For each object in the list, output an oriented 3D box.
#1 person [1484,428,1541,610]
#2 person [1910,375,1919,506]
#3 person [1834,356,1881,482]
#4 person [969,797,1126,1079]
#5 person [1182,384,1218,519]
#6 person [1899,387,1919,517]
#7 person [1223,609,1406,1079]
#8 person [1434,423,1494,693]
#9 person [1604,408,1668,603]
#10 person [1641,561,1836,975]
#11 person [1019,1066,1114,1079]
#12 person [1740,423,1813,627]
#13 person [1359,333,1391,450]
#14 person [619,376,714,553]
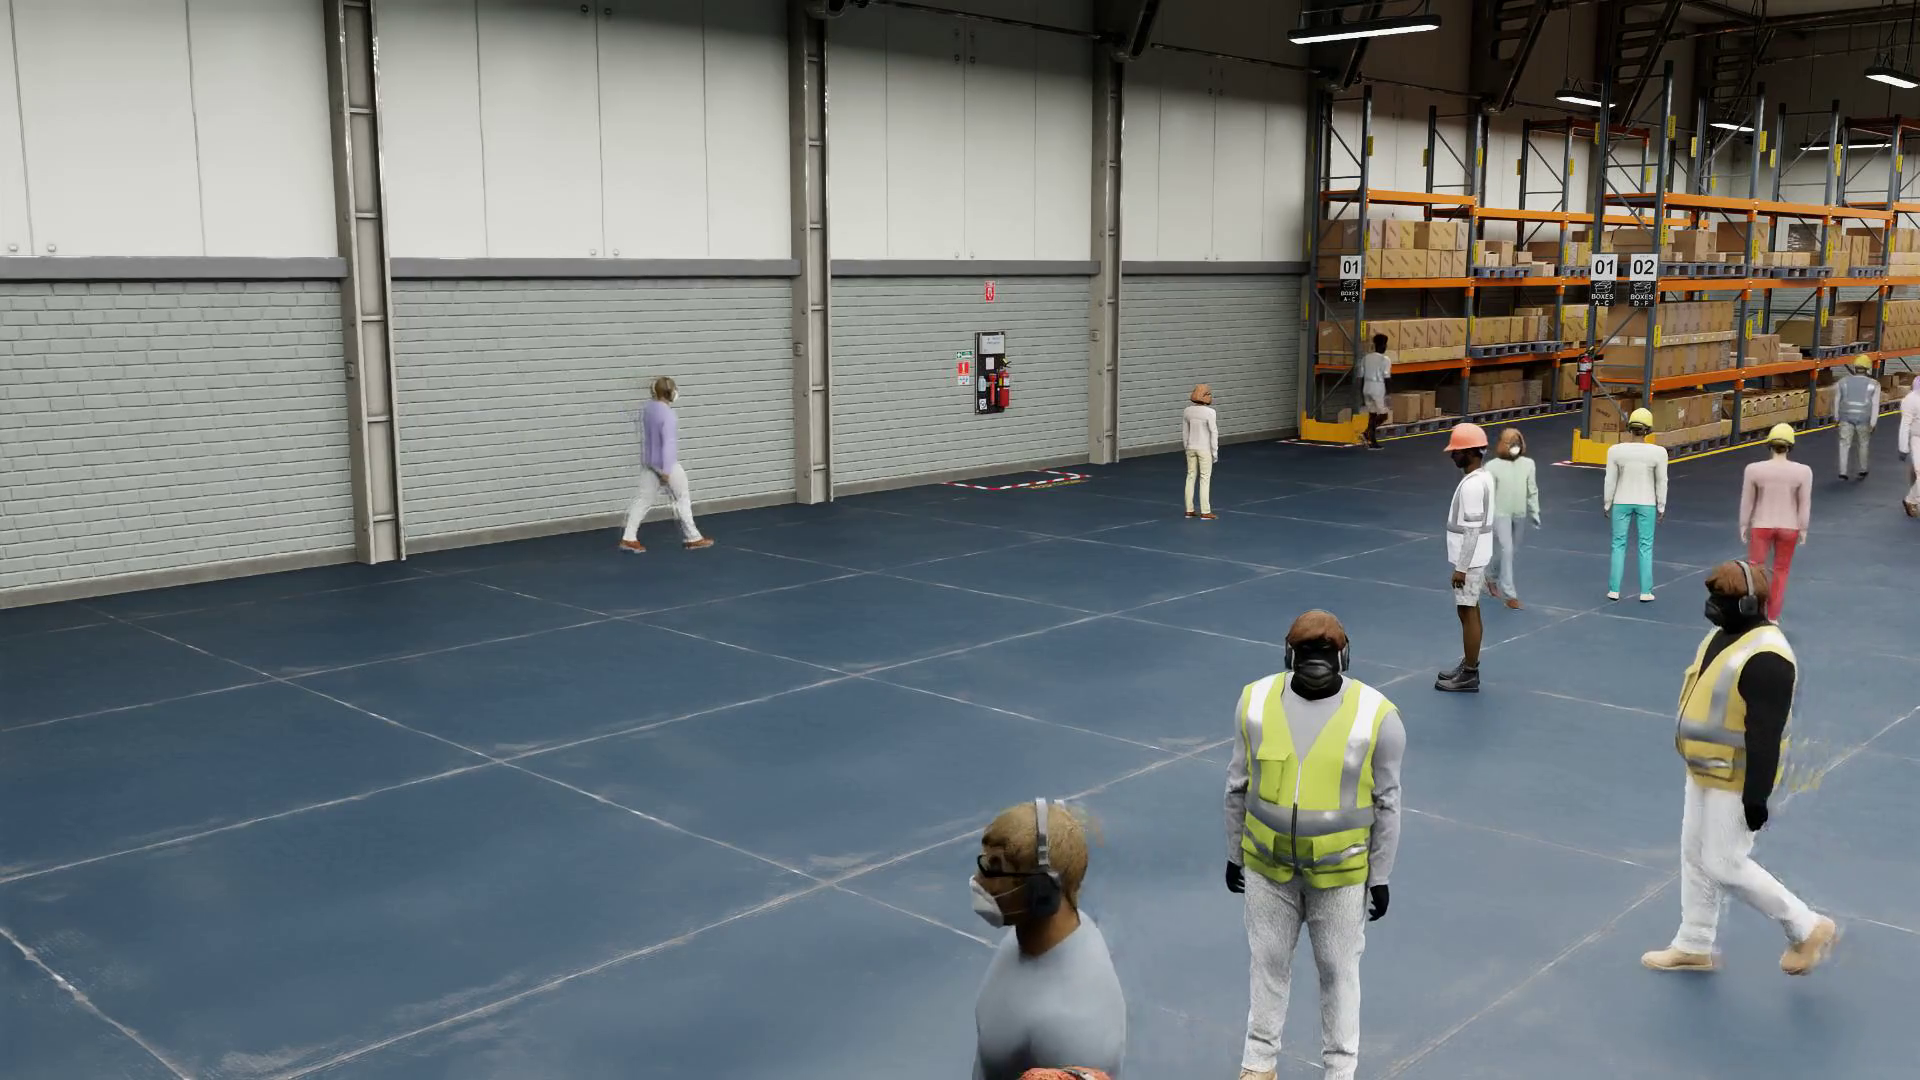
[{"bbox_3d":[4.932,-0.223,15.027,0.498,1.604,0.789,-3,10,-15],"label":"person"},{"bbox_3d":[12.390,-1.438,21.111,0.615,2.040,0.391,2,9,9],"label":"person"},{"bbox_3d":[12.765,-1.730,23.683,0.588,1.783,0.934,7,11,35],"label":"person"},{"bbox_3d":[0.256,1.490,3.652,0.738,1.919,0.633,0,9,-2],"label":"person"},{"bbox_3d":[2.905,-1.064,20.078,0.285,1.633,0.499,-9,13,-44],"label":"person"},{"bbox_3d":[11.542,-1.145,19.855,0.645,1.874,0.912,0,9,-2],"label":"person"},{"bbox_3d":[1.233,1.153,5.925,0.630,1.846,0.429,4,10,25],"label":"person"},{"bbox_3d":[3.618,0.126,11.910,0.361,1.935,0.544,4,10,22],"label":"person"},{"bbox_3d":[6.131,-0.316,15.113,0.533,1.767,0.322,4,10,24],"label":"person"},{"bbox_3d":[3.313,0.988,7.009,0.630,1.829,0.635,1,9,7],"label":"person"},{"bbox_3d":[0.152,1.720,2.485,0.733,1.832,0.659,-1,9,-9],"label":"person"},{"bbox_3d":[6.769,-0.097,13.833,0.530,1.752,0.554,5,11,28],"label":"person"},{"bbox_3d":[6.843,-2.438,27.490,0.553,1.949,0.625,-6,11,-32],"label":"person"},{"bbox_3d":[-3.185,-0.799,17.717,1.034,1.894,0.635,-8,12,-39],"label":"person"}]
